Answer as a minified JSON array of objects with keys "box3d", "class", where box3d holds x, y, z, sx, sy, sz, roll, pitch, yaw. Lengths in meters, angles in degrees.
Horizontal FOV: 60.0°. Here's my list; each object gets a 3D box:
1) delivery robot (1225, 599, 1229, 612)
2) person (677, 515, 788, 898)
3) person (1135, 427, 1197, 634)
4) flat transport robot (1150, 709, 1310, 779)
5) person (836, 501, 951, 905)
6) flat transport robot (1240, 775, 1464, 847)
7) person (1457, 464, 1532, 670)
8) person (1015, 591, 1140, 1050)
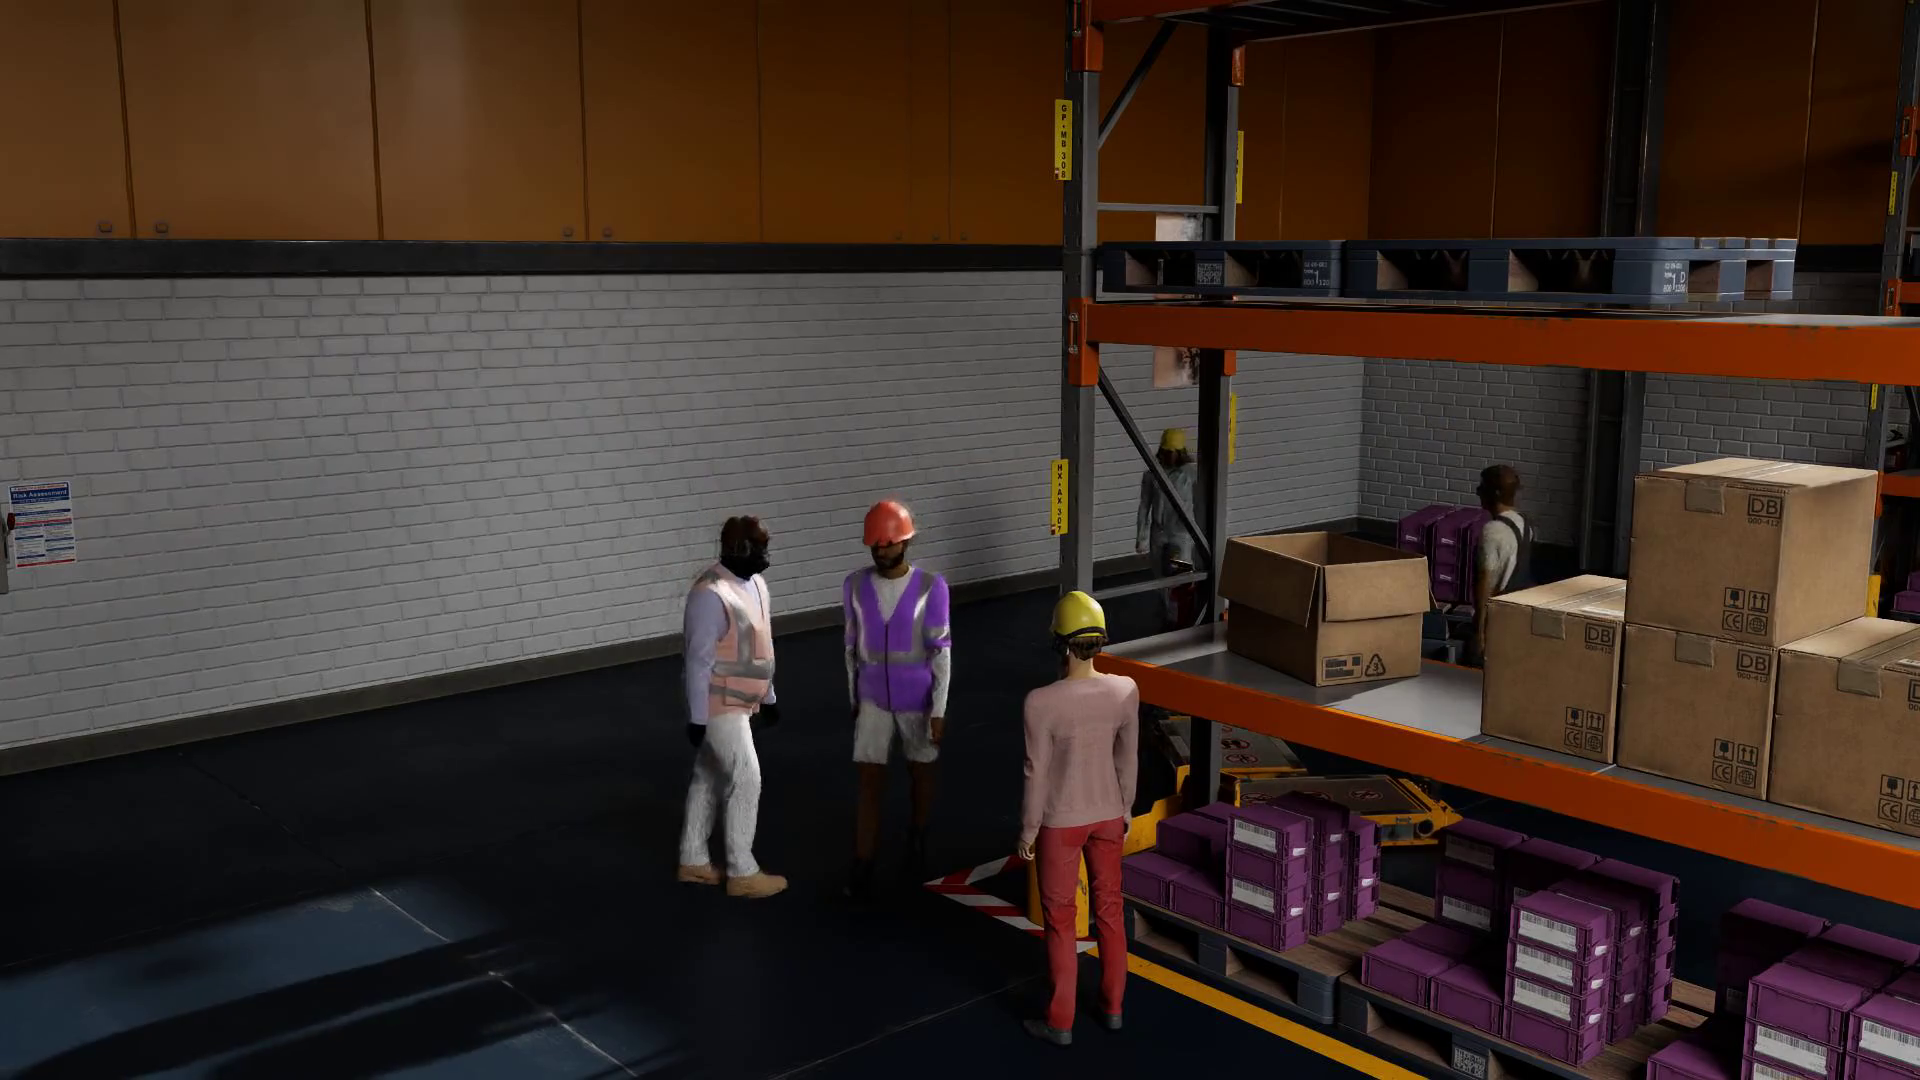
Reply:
[{"box3d":[2.118,0.576,12.578,0.477,0.478,0.707,5,11,27],"class":"delivery robot"},{"box3d":[-1.069,0.788,7.966,0.680,1.805,0.663,2,10,9],"class":"person"},{"box3d":[1.618,-0.017,12.878,0.514,1.721,0.516,5,11,25],"class":"person"},{"box3d":[1.552,1.257,9.693,0.652,0.197,1.431,-1,10,-3],"class":"flat transport robot"},{"box3d":[-0.323,0.761,7.848,0.562,1.885,0.973,3,10,15],"class":"person"},{"box3d":[1.906,1.428,8.691,1.431,0.197,0.652,-1,10,-6],"class":"flat transport robot"},{"box3d":[3.158,0.470,9.747,0.453,1.827,0.533,9,13,44],"class":"person"},{"box3d":[0.447,1.071,6.412,0.533,1.768,0.310,-6,11,-29],"class":"person"}]
